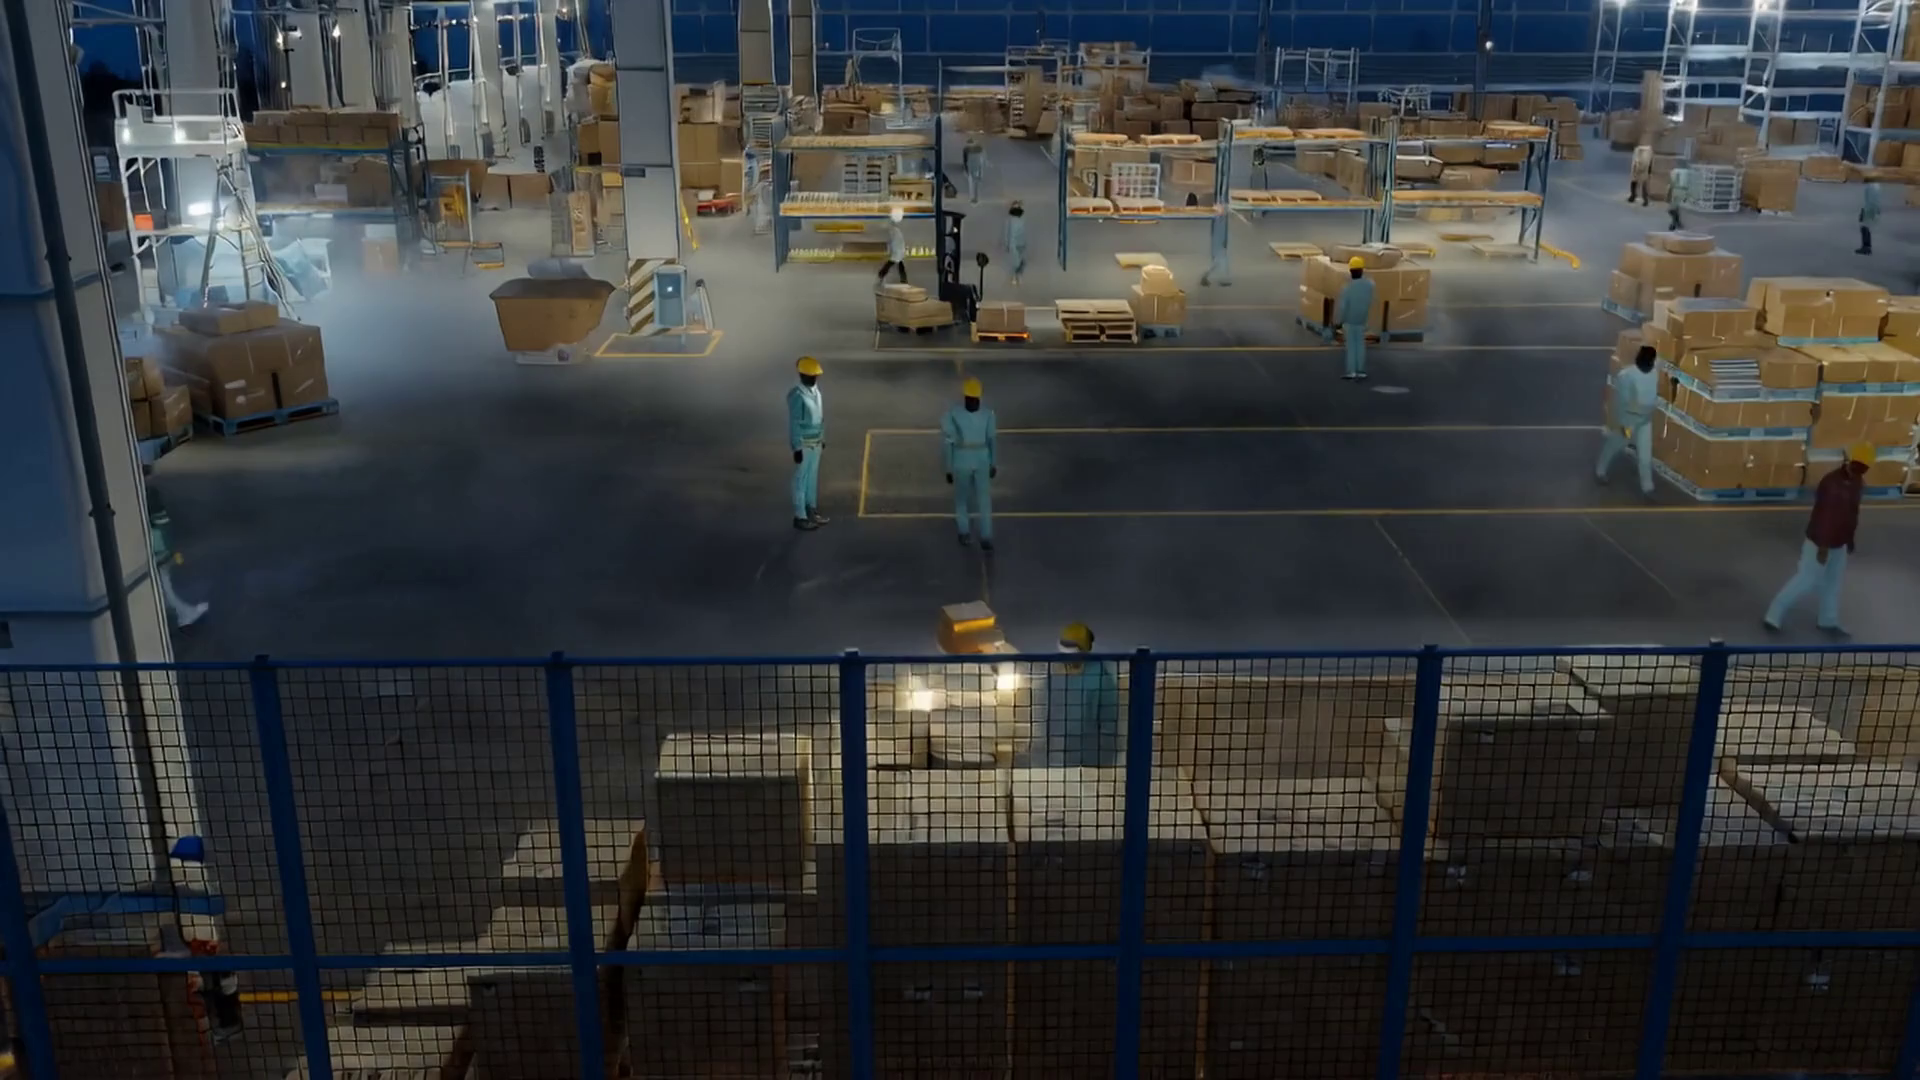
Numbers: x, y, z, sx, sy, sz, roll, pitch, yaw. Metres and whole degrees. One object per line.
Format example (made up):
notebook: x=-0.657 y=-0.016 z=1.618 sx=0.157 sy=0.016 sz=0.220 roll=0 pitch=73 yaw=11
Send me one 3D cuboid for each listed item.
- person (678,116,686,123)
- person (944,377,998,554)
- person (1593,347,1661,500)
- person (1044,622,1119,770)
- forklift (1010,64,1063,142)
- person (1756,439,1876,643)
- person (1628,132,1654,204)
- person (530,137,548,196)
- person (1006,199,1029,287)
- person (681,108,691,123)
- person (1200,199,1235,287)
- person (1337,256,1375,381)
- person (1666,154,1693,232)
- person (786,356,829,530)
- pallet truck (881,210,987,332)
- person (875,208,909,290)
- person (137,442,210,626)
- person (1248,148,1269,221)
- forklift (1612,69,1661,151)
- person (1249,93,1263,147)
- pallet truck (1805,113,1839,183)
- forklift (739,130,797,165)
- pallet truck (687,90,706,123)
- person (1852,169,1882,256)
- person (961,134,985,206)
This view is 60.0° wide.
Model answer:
person: x=-8.416 y=-12.001 z=50.926 sx=0.362 sy=1.936 sz=0.631 roll=-5 pitch=19 yaw=-13
person: x=0.148 y=-0.788 z=17.731 sx=0.604 sy=1.893 sz=0.867 roll=-4 pitch=19 yaw=-13
person: x=7.996 y=-1.422 z=19.778 sx=0.621 sy=1.799 sz=0.976 roll=-7 pitch=20 yaw=-19
person: x=0.783 y=1.448 z=11.027 sx=0.379 sy=1.940 sz=0.629 roll=-13 pitch=22 yaw=-33
forklift: x=2.918 y=-16.563 z=63.005 sx=1.873 sy=2.768 sz=1.129 roll=-3 pitch=19 yaw=-7
person: x=7.926 y=0.006 z=15.280 sx=0.848 sy=1.961 sz=0.599 roll=-10 pitch=21 yaw=-28
person: x=18.616 y=-10.129 z=45.371 sx=0.605 sy=1.943 sz=0.750 roll=-3 pitch=19 yaw=-8
person: x=-11.937 y=-10.582 z=47.174 sx=0.514 sy=1.642 sz=0.310 roll=8 pitch=20 yaw=22
person: x=1.153 y=-5.944 z=33.268 sx=0.521 sy=1.733 sz=0.328 roll=-13 pitch=23 yaw=-34
person: x=-9.016 y=-13.266 z=54.765 sx=0.352 sy=1.883 sz=0.574 roll=1 pitch=19 yaw=4
person: x=5.157 y=-5.908 z=33.145 sx=0.639 sy=1.747 sz=0.538 roll=5 pitch=19 yaw=15
person: x=6.055 y=-3.388 z=25.404 sx=0.597 sy=1.924 sz=0.376 roll=-14 pitch=23 yaw=-35
person: x=17.295 y=-8.295 z=39.964 sx=0.560 sy=1.918 sz=0.558 roll=-3 pitch=19 yaw=-9
person: x=-1.695 y=-1.094 z=18.552 sx=0.393 sy=1.946 sz=0.617 roll=7 pitch=20 yaw=21
pallet truck: x=-0.493 y=-4.759 z=29.349 sx=1.885 sy=1.965 sz=0.823 roll=-13 pitch=23 yaw=-34
person: x=-1.320 y=-5.722 z=32.741 sx=0.862 sy=1.653 sz=0.533 roll=5 pitch=19 yaw=14
person: x=-7.406 y=0.008 z=15.368 sx=0.564 sy=1.888 sz=0.963 roll=11 pitch=22 yaw=30
person: x=7.601 y=-9.062 z=42.368 sx=0.513 sy=1.829 sz=0.483 roll=6 pitch=20 yaw=17
forklift: x=24.567 y=-15.373 z=59.477 sx=1.873 sy=2.768 sz=1.129 roll=0 pitch=19 yaw=1
person: x=10.934 y=-15.441 z=61.162 sx=0.392 sy=1.919 sz=0.591 roll=-7 pitch=20 yaw=-19
pallet truck: x=26.403 y=-11.957 z=50.702 sx=0.823 sy=1.965 sz=1.885 roll=6 pitch=19 yaw=16
forklift: x=-6.391 y=-13.889 z=55.073 sx=1.873 sy=2.768 sz=1.129 roll=-1 pitch=19 yaw=-1
pallet truck: x=-9.671 y=-15.907 z=62.421 sx=0.823 sy=1.965 sz=1.885 roll=5 pitch=19 yaw=15
person: x=20.191 y=-7.298 z=37.052 sx=0.612 sy=1.891 sz=0.636 roll=-15 pitch=24 yaw=-37
person: x=0.359 y=-10.053 z=45.173 sx=0.649 sy=1.916 sz=0.446 roll=0 pitch=19 yaw=0
